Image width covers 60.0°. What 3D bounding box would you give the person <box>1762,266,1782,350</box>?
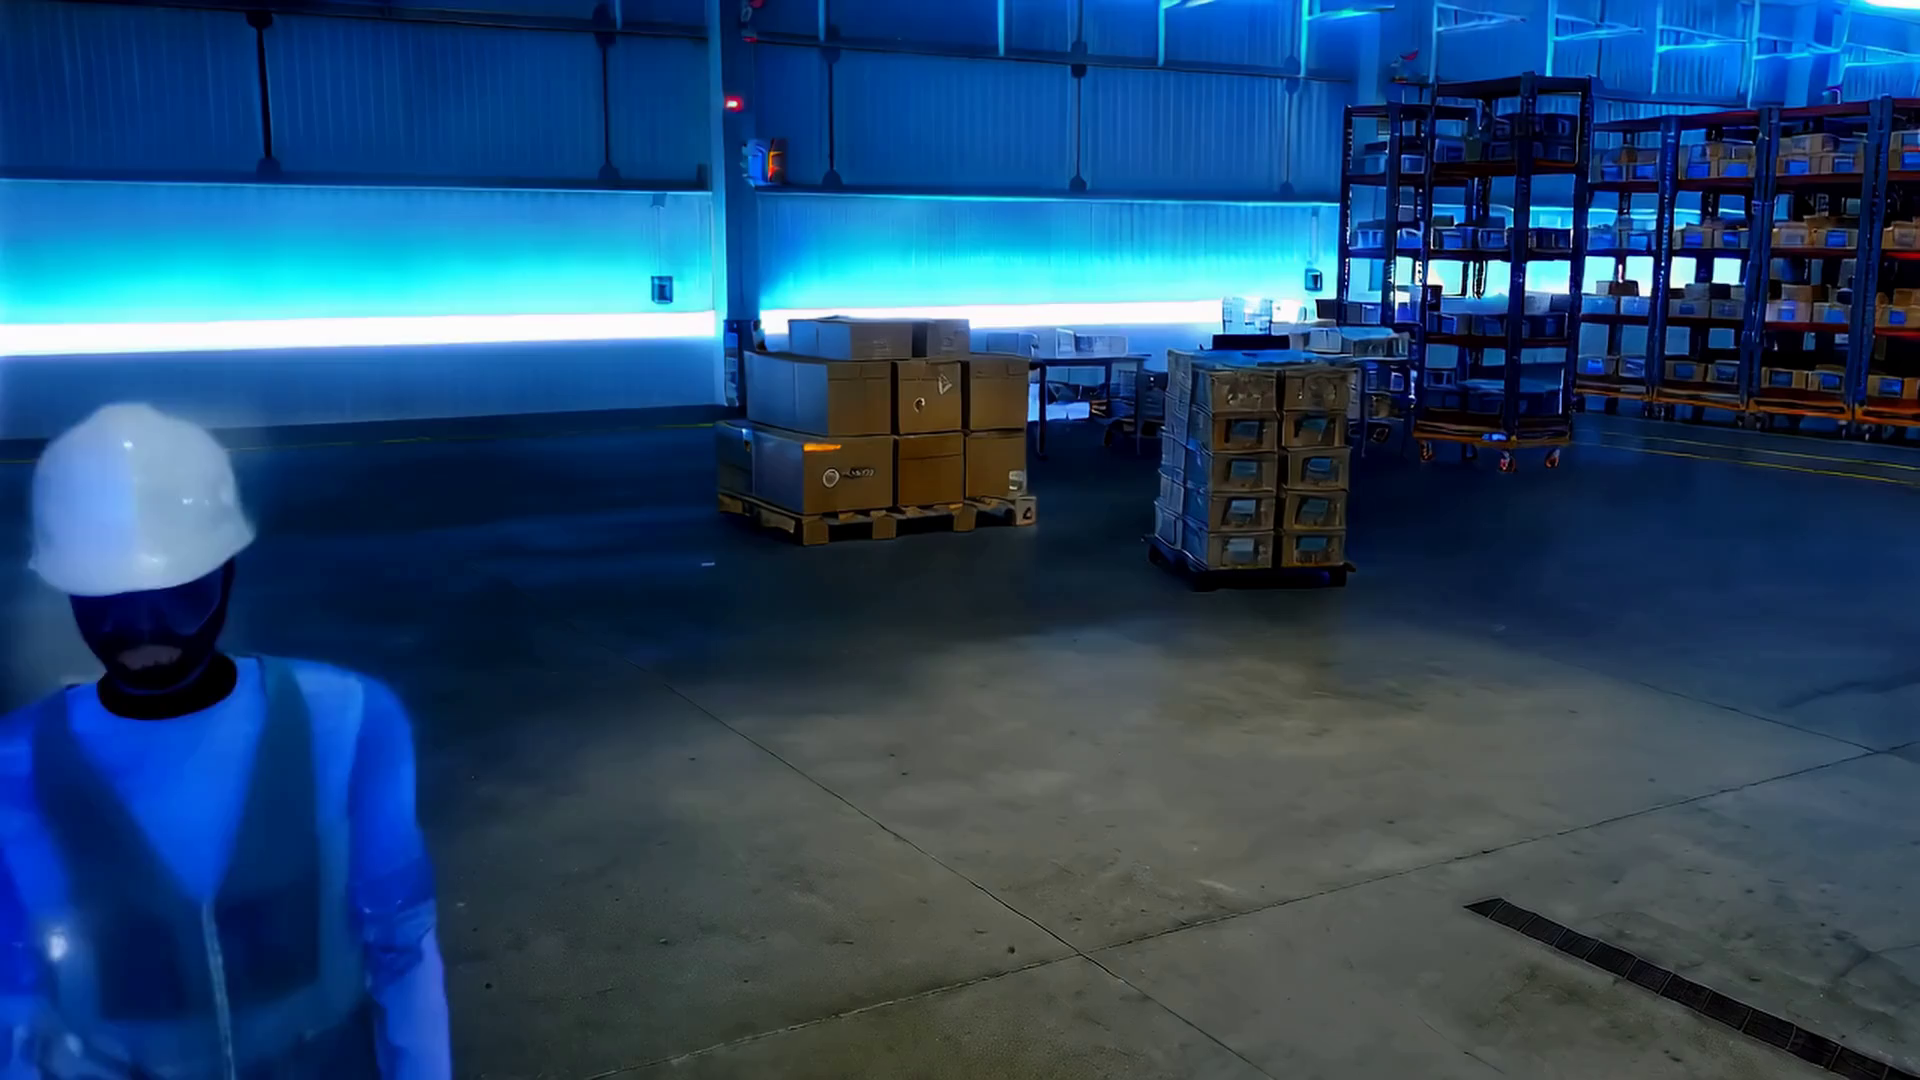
[{"bbox_3d":[11.827,-3.082,24.197,0.958,1.802,0.564,-8,13,-40],"label":"person"}]

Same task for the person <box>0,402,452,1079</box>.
[{"bbox_3d":[-0.949,0.762,2.120,0.542,1.909,0.926,-6,12,-31],"label":"person"}]
